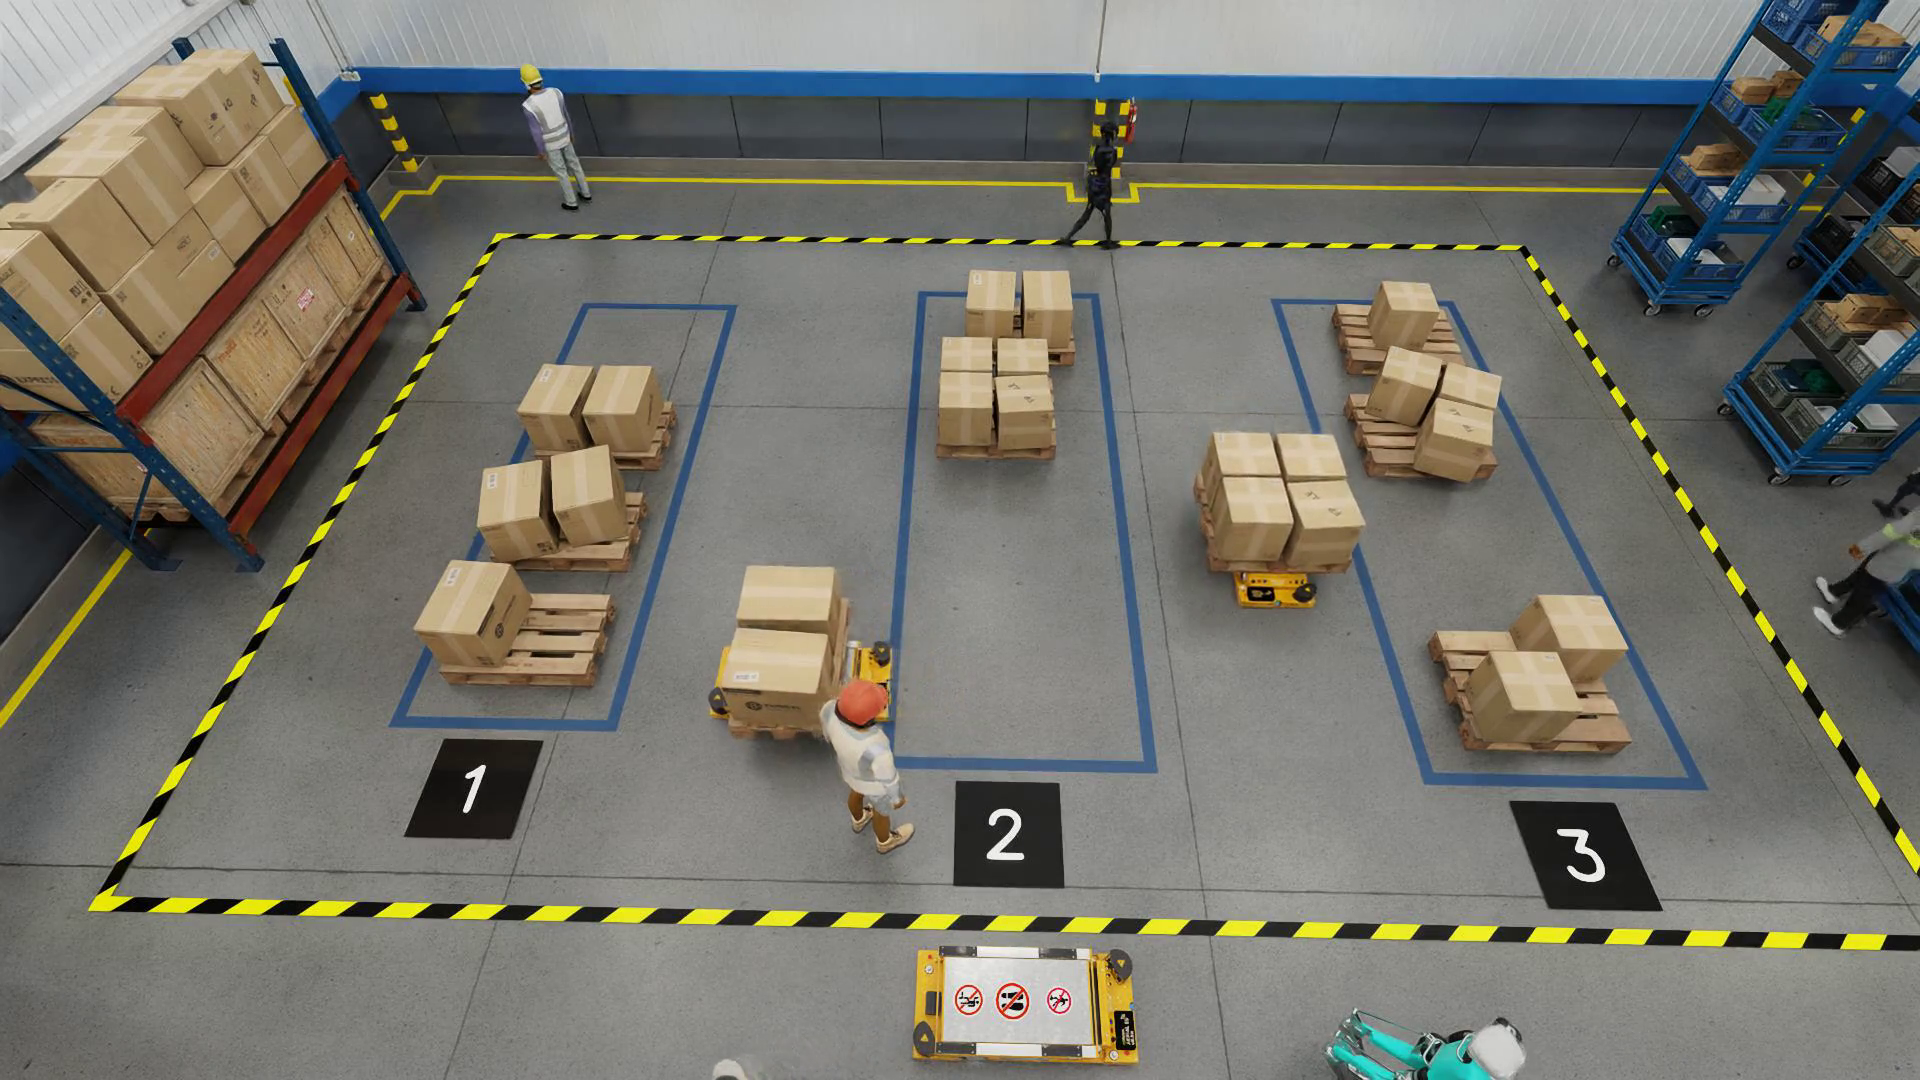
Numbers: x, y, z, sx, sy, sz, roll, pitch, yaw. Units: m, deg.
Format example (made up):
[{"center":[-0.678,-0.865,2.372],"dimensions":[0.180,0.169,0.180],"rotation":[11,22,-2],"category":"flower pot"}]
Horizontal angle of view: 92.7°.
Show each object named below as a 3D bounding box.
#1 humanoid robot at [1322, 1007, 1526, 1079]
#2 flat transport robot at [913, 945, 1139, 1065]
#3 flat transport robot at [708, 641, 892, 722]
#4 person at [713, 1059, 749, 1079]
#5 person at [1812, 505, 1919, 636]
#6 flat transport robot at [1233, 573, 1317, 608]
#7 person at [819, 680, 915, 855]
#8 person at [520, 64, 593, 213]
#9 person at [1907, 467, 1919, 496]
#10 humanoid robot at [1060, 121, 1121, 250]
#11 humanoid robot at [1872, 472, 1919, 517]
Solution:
[{"center":[2.442,2.847,5.133],"dimensions":[0.533,1.675,0.735],"rotation":[-35,59,-25],"category":"humanoid robot"},{"center":[0.422,3.041,6.007],"dimensions":[1.431,0.231,0.659],"rotation":[1,51,1],"category":"flat transport robot"},{"center":[-1.296,1.144,7.536],"dimensions":[1.431,0.197,0.652],"rotation":[1,51,1],"category":"flat transport robot"},{"center":[-1.090,3.138,4.943],"dimensions":[0.959,1.801,0.523],"rotation":[-11,52,-9],"category":"person"},{"center":[7.637,0.011,7.467],"dimensions":[0.624,1.827,0.724],"rotation":[1,51,1],"category":"person"},{"center":[2.811,-0.014,8.479],"dimensions":[0.652,0.197,1.431],"rotation":[1,51,1],"category":"flat transport robot"},{"center":[-0.595,1.518,6.105],"dimensions":[0.613,2.040,0.378],"rotation":[35,59,25],"category":"person"},{"center":[-5.142,-5.066,11.606],"dimensions":[0.403,1.831,0.592],"rotation":[26,55,19],"category":"person"},{"center":[9.617,-1.131,8.391],"dimensions":[0.568,1.840,0.373],"rotation":[-4,51,-3],"category":"person"},{"center":[1.655,-4.245,11.080],"dimensions":[0.771,1.654,0.589],"rotation":[-7,51,-6],"category":"humanoid robot"},{"center":[9.063,-0.754,8.185],"dimensions":[0.589,1.647,0.378],"rotation":[6,51,5],"category":"humanoid robot"}]
